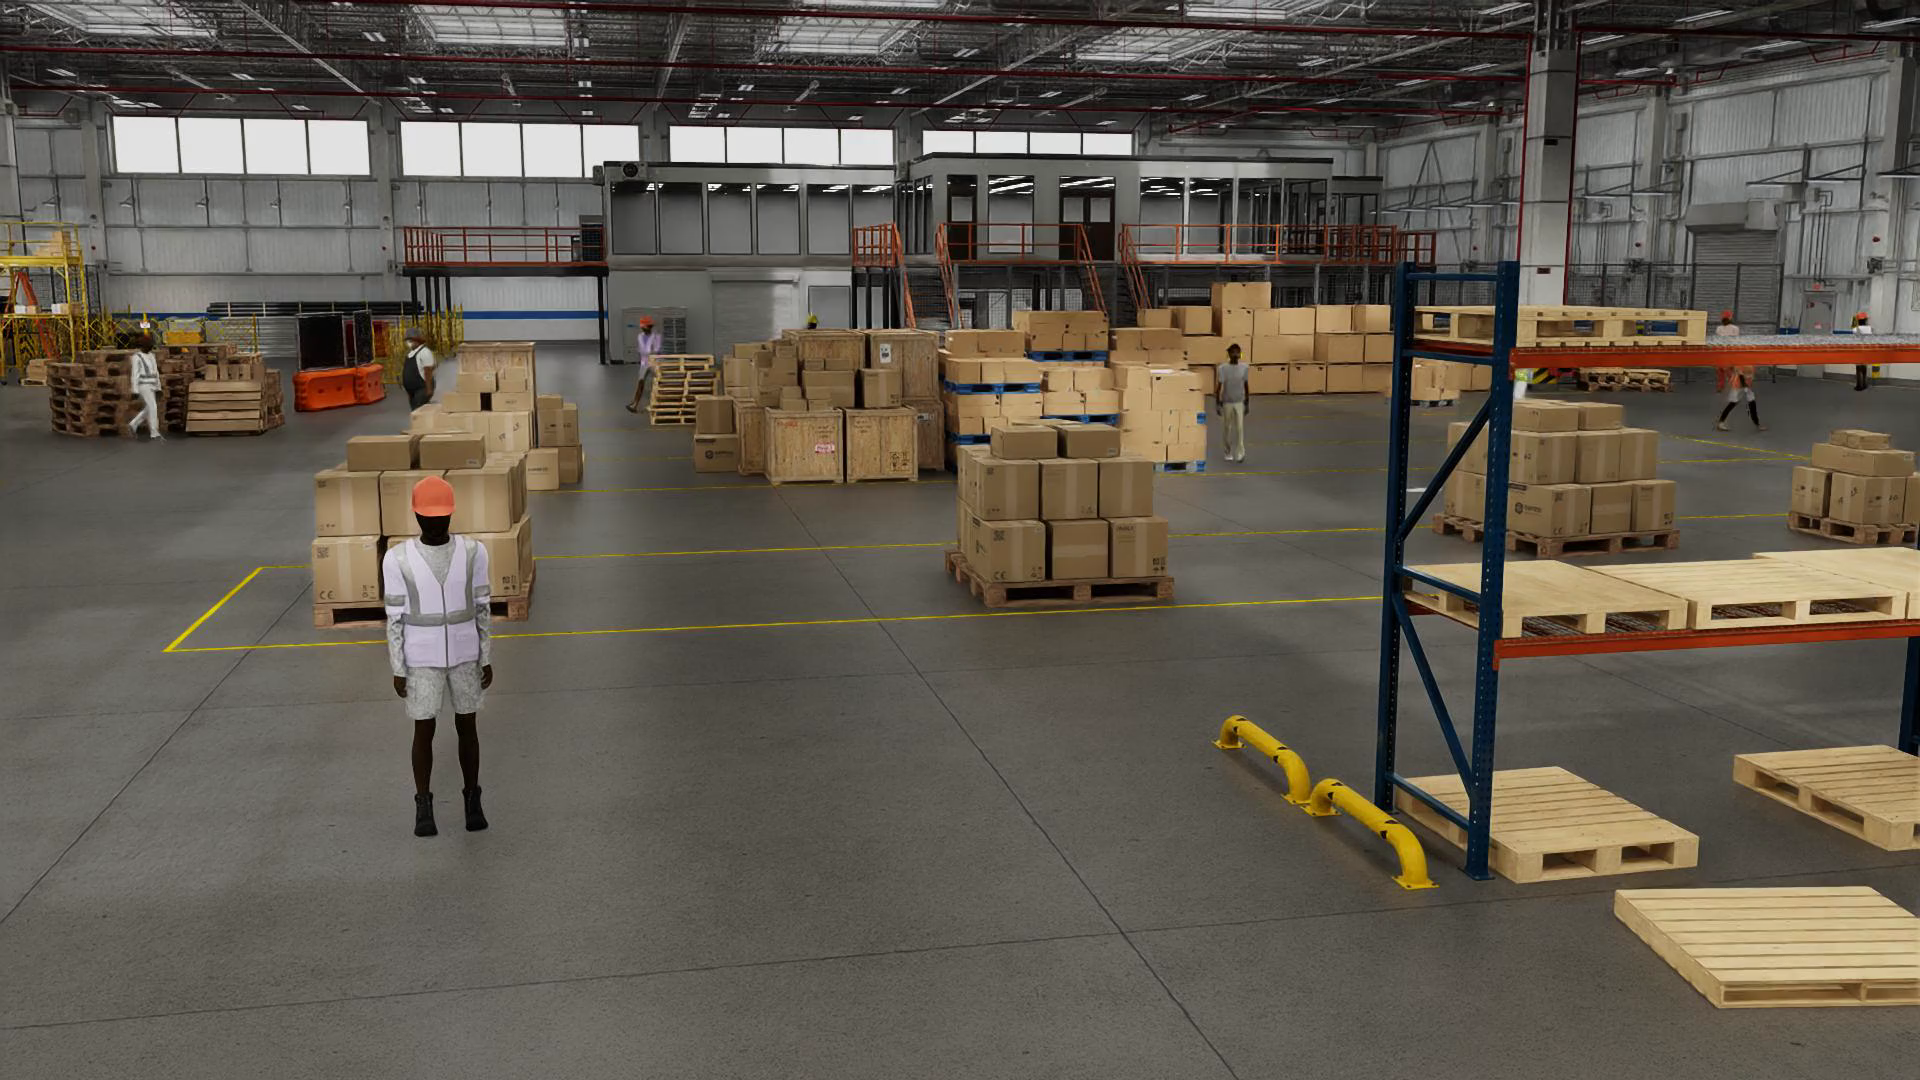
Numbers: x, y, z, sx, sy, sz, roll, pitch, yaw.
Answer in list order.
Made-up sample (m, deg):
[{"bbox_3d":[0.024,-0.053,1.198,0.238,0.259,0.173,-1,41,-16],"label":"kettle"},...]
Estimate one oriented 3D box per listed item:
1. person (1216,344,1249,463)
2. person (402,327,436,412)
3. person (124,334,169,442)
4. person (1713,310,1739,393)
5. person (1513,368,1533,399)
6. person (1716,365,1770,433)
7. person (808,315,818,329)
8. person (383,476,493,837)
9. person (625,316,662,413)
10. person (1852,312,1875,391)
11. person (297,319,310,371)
[{"bbox_3d":[4.206,-2.090,25.576,0.558,1.817,0.961,0,9,-1],"label":"person"},{"bbox_3d":[-9.151,-2.615,28.116,0.544,2.000,0.712,-8,12,-41],"label":"person"},{"bbox_3d":[-14.088,-2.612,28.657,0.770,1.863,0.576,0,9,2],"label":"person"},{"bbox_3d":[18.285,-4.489,39.718,0.480,1.977,0.625,-5,10,-26],"label":"person"},{"bbox_3d":[10.401,-2.985,31.013,0.458,1.829,0.644,-6,11,-31],"label":"person"},{"bbox_3d":[14.298,-2.782,30.333,0.534,1.645,0.913,-8,12,-39],"label":"person"},{"bbox_3d":[-3.529,-4.371,39.266,0.902,1.896,0.588,7,12,37],"label":"person"},{"bbox_3d":[-2.737,0.616,8.785,0.539,1.929,0.394,-5,10,-26],"label":"person"},{"bbox_3d":[-6.447,-3.589,34.193,0.615,1.988,1.040,4,10,25],"label":"person"},{"bbox_3d":[21.968,-4.593,40.544,0.560,1.915,0.449,0,9,1],"label":"person"},{"bbox_3d":[-15.977,-4.512,40.540,0.327,1.761,0.522,-1,9,-4],"label":"person"}]
